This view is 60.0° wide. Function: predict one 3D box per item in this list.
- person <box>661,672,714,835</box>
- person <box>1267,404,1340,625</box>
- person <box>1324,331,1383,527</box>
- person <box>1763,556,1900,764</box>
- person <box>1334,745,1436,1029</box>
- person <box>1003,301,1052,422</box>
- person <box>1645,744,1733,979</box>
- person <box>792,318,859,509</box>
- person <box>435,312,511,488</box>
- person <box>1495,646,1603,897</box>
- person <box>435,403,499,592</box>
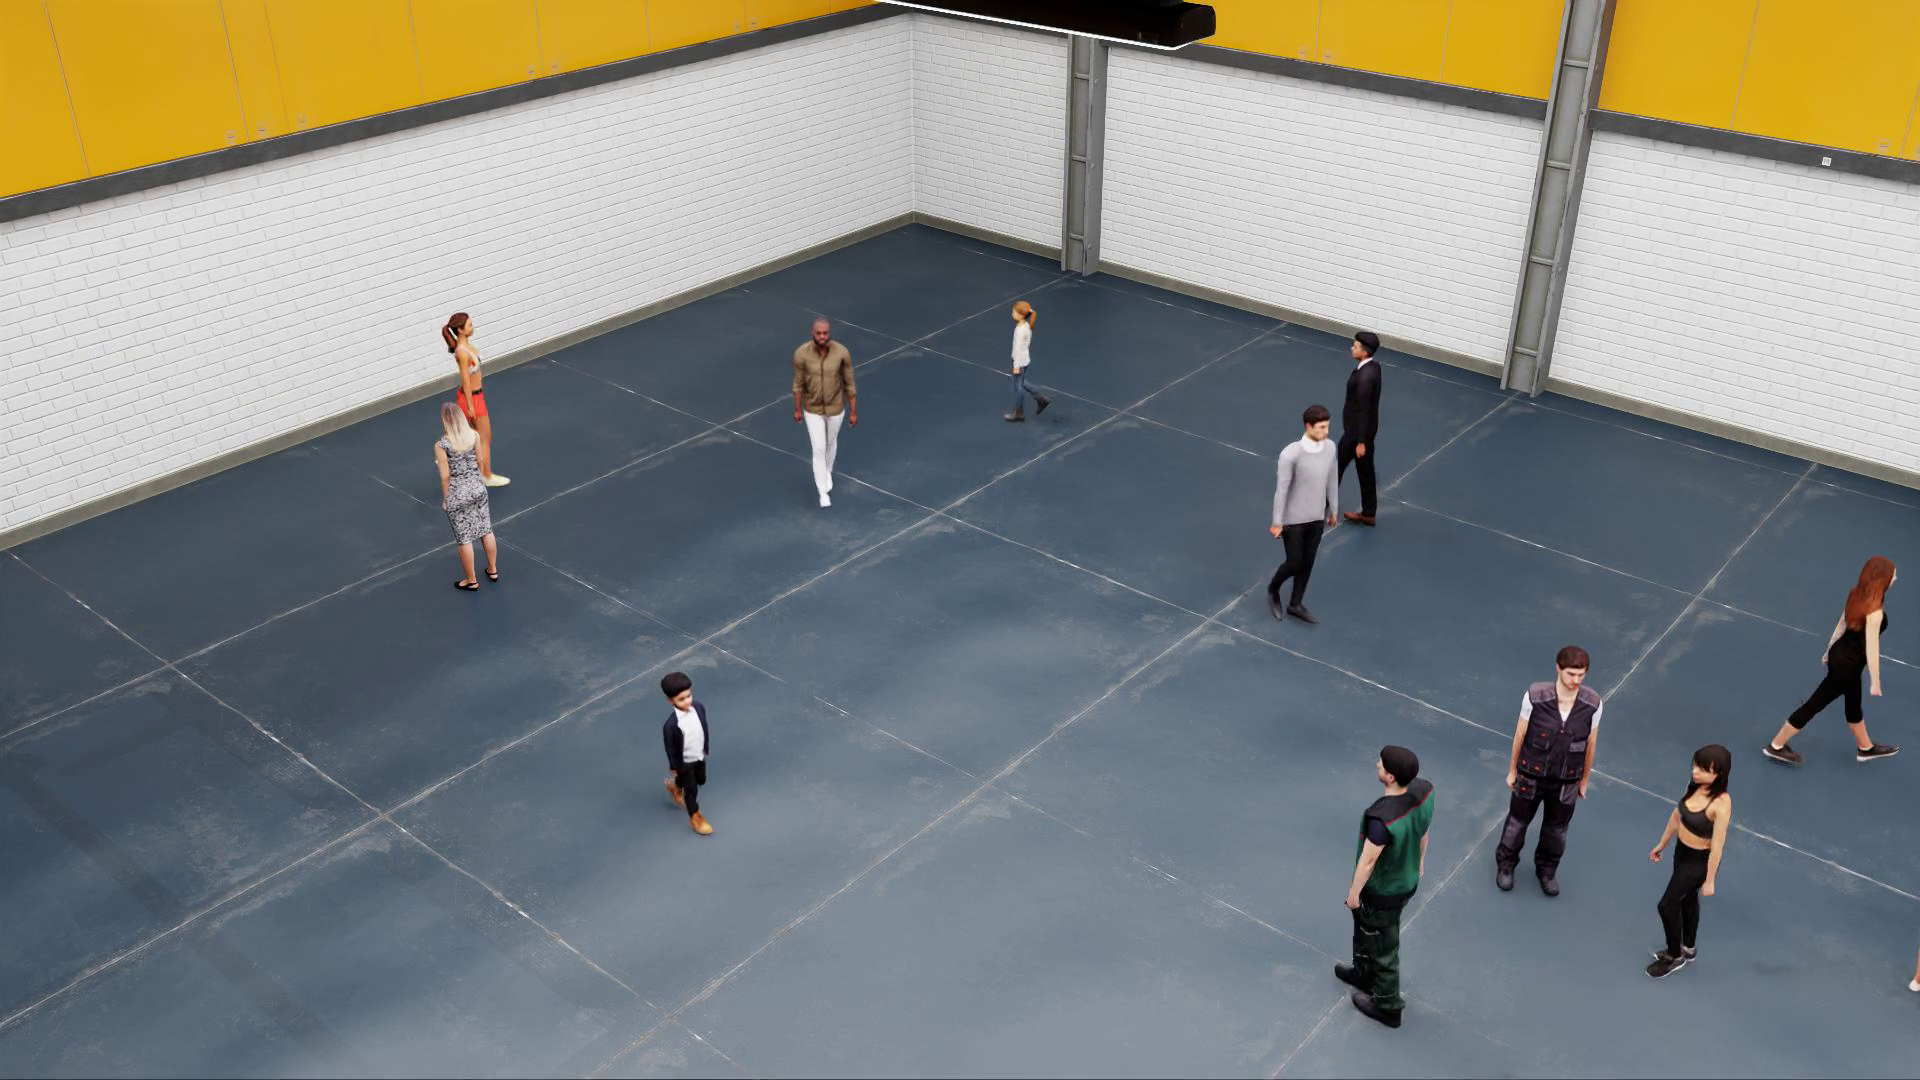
[{"bbox_3d":[-1.876,1.409,11.283,0.717,1.214,0.498,23,36,35],"label":"person"},{"bbox_3d":[2.743,-0.230,13.559,0.885,1.911,0.883,-15,32,-26],"label":"person"},{"bbox_3d":[3.698,-0.972,14.975,1.074,1.858,0.900,12,31,21],"label":"person"},{"bbox_3d":[6.155,0.888,11.751,1.210,1.680,0.937,6,29,11],"label":"person"},{"bbox_3d":[2.516,2.004,9.493,0.751,1.883,0.711,23,36,36],"label":"person"},{"bbox_3d":[0.699,-1.821,17.112,0.788,1.303,0.669,4,29,8],"label":"person"},{"bbox_3d":[4.464,1.905,9.936,0.754,1.632,0.693,-1,29,-2],"label":"person"},{"bbox_3d":[-1.274,-1.251,15.559,1.154,1.789,1.256,-5,29,-9],"label":"person"},{"bbox_3d":[-4.676,-1.290,15.640,0.900,1.780,0.921,-9,30,-16],"label":"person"},{"bbox_3d":[3.729,1.457,10.539,0.698,1.843,0.808,5,29,10],"label":"person"},{"bbox_3d":[-4.165,-0.369,14.029,0.505,1.706,0.572,25,37,38],"label":"person"}]
